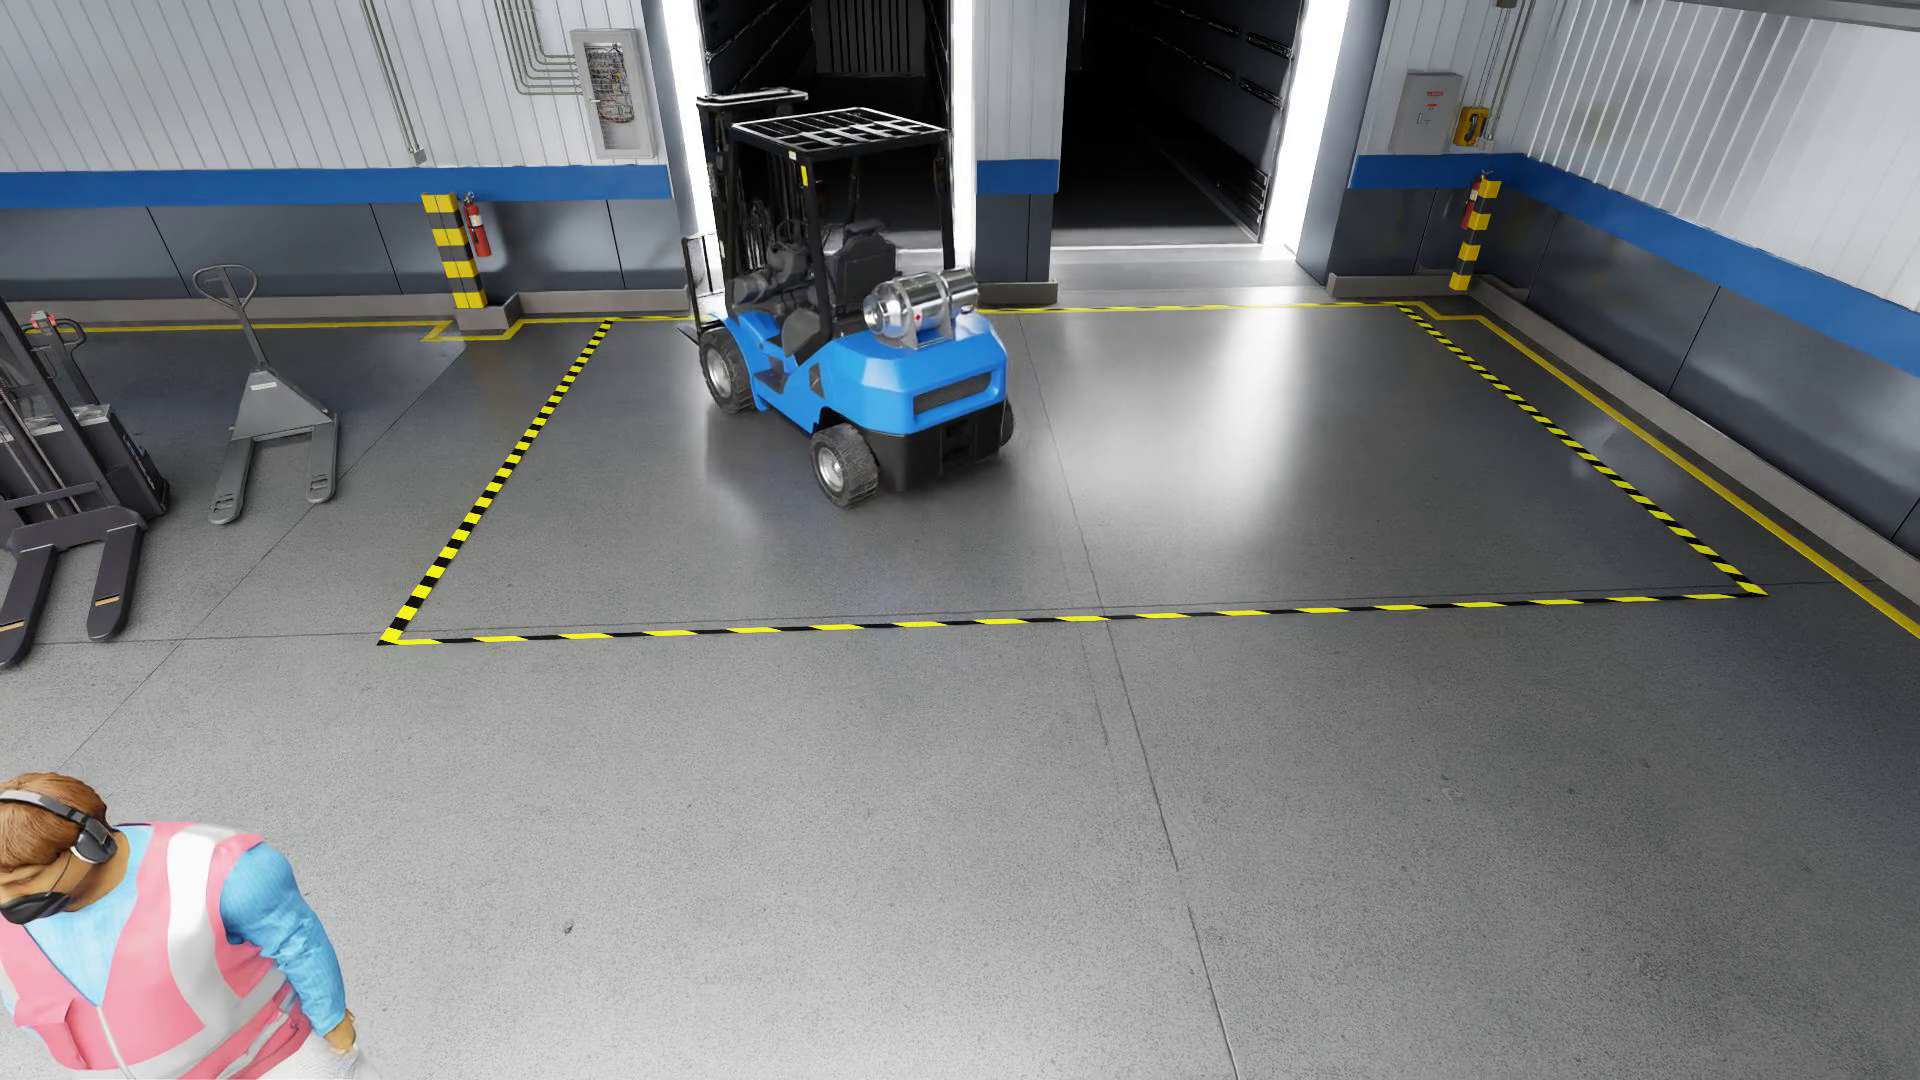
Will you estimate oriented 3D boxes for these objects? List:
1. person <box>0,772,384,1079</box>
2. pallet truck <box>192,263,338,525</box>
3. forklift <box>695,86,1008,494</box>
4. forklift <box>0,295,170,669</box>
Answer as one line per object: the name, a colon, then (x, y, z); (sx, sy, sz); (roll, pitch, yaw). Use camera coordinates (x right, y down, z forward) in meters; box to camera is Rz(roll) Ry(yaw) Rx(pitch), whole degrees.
person: (-1.881, 1.260, 2.316); (0.627, 1.841, 0.429); (-8, 36, -12)
pallet truck: (-4.778, -1.027, 6.128); (0.680, 1.201, 1.601); (-17, 38, -23)
forklift: (-0.834, -1.810, 6.277); (1.157, 2.036, 2.680); (-24, 41, -30)
forklift: (-5.212, -0.618, 4.878); (0.823, 1.965, 1.885); (-20, 39, -26)
